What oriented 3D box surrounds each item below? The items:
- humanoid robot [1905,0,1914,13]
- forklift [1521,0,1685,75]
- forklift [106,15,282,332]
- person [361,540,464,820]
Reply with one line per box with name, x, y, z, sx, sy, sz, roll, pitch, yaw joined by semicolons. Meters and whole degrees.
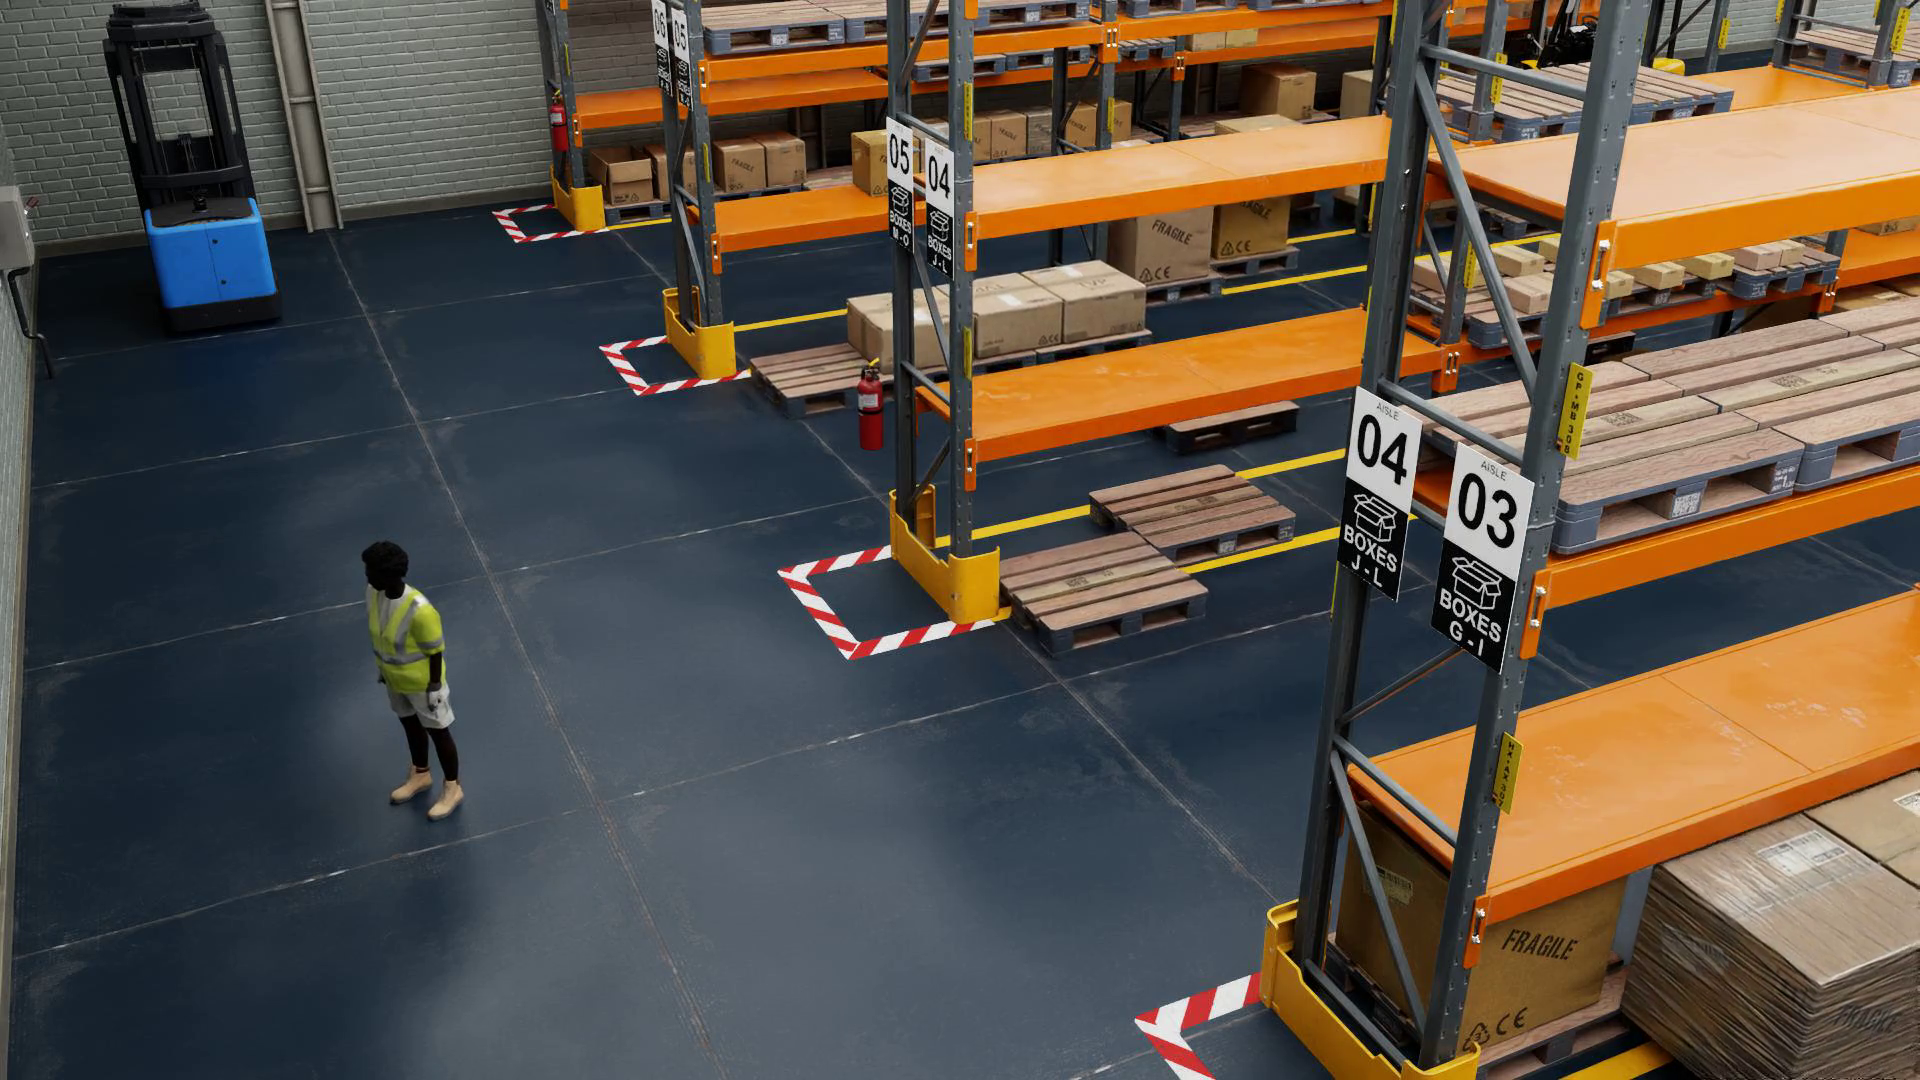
humanoid robot;14.394;-8.061;26.019;1.041;1.789;0.533;-1;28;-2
forklift;8.950;-6.807;23.056;1.214;2.155;2.313;-12;30;-22
forklift;-7.548;-3.672;16.323;1.129;2.768;1.873;-12;30;-22
person;-3.003;0.754;9.106;0.535;1.694;0.322;18;33;31
